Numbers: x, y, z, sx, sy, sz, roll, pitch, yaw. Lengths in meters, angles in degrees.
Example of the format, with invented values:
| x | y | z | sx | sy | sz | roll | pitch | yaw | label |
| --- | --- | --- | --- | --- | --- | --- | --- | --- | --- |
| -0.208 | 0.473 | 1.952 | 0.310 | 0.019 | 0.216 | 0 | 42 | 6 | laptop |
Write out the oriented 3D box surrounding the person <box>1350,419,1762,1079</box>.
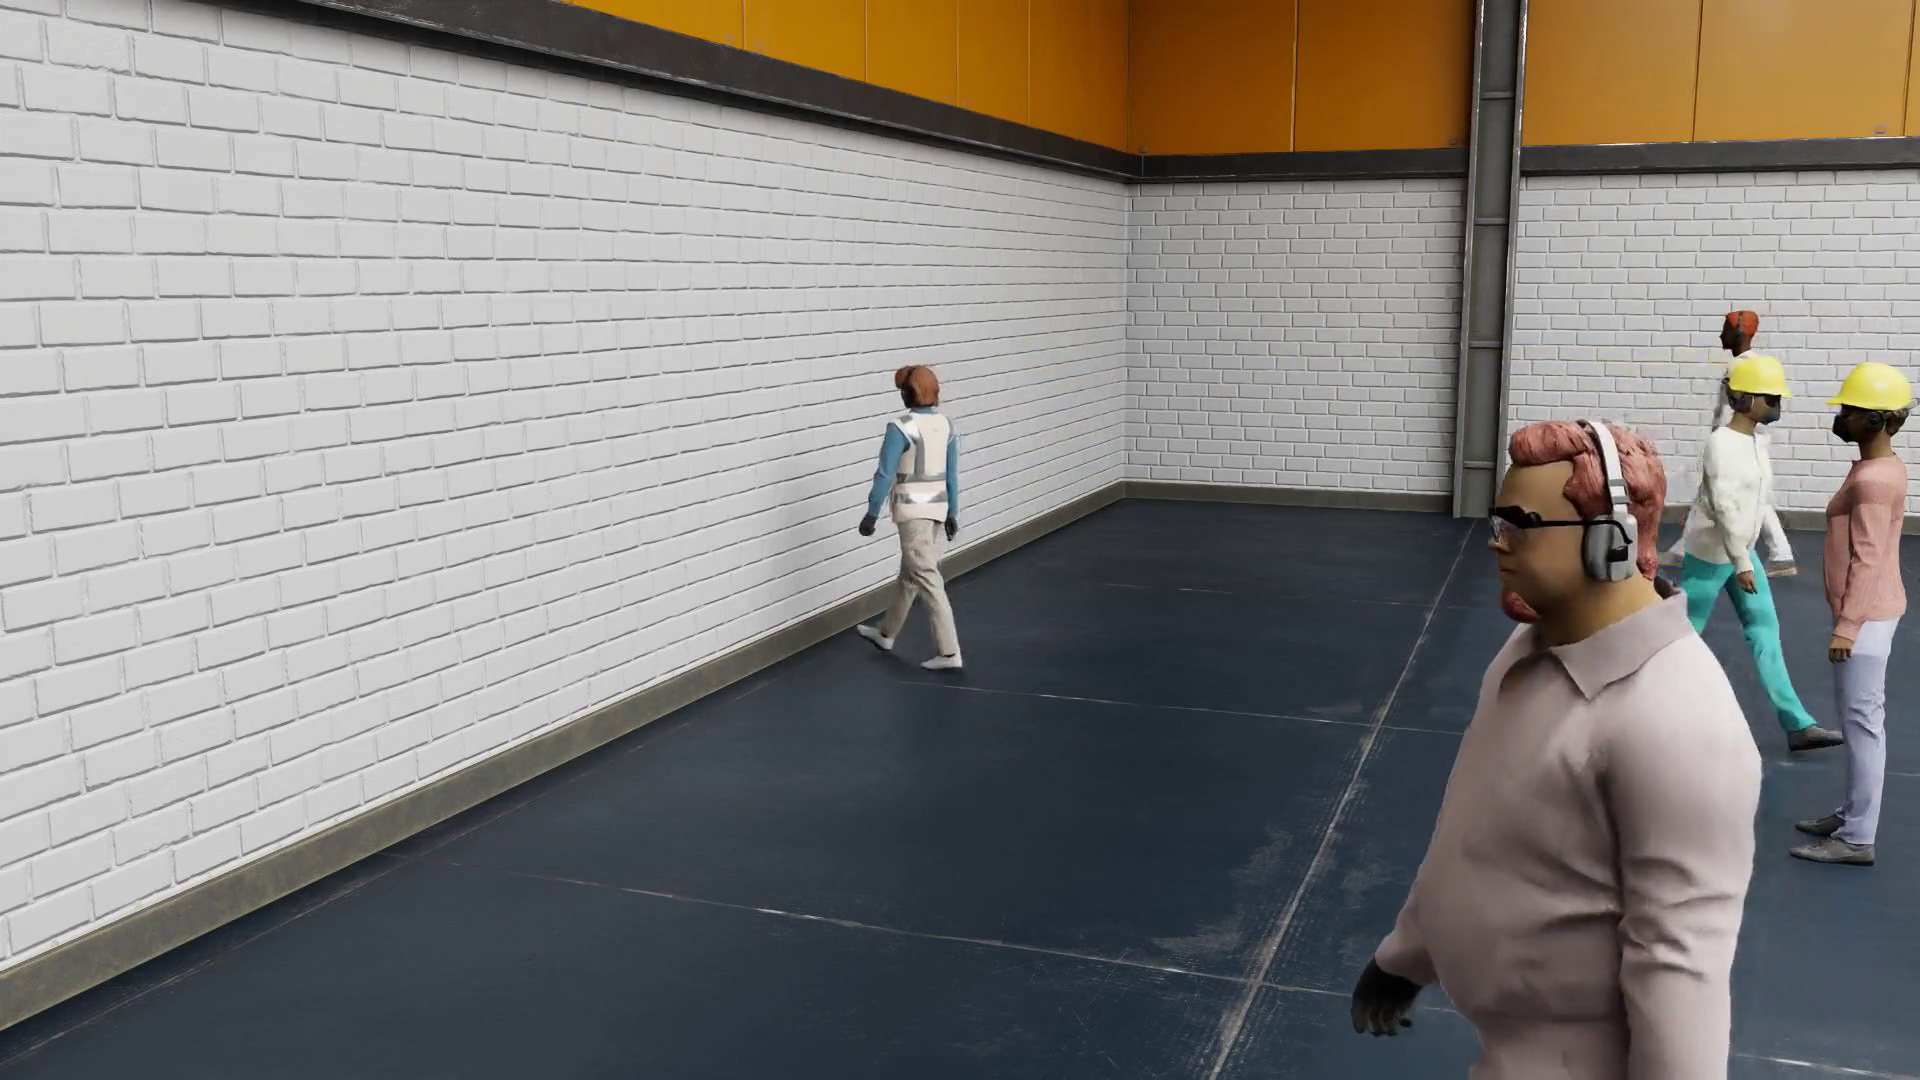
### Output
| x | y | z | sx | sy | sz | roll | pitch | yaw | label |
| --- | --- | --- | --- | --- | --- | --- | --- | --- | --- |
| 0.809 | 0.749 | 2.520 | 0.859 | 1.866 | 0.647 | 1 | 9 | 7 | person |

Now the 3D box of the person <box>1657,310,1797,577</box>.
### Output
| x | y | z | sx | sy | sz | roll | pitch | yaw | label |
| --- | --- | --- | --- | --- | --- | --- | --- | --- | --- |
| 5.368 | -0.666 | 11.509 | 0.970 | 1.835 | 0.591 | 5 | 11 | 31 | person |

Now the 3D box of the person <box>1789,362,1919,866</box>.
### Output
| x | y | z | sx | sy | sz | roll | pitch | yaw | label |
| --- | --- | --- | --- | --- | --- | --- | --- | --- | --- |
| 3.162 | 0.261 | 5.872 | 0.306 | 1.772 | 0.525 | 5 | 11 | 31 | person |

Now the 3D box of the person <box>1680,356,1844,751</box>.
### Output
| x | y | z | sx | sy | sz | roll | pitch | yaw | label |
| --- | --- | --- | --- | --- | --- | --- | --- | --- | --- |
| 3.402 | 0.083 | 7.152 | 0.526 | 1.720 | 0.902 | -8 | 12 | -40 | person |

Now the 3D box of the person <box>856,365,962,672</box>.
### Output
| x | y | z | sx | sy | sz | roll | pitch | yaw | label |
| --- | --- | --- | --- | --- | --- | --- | --- | --- | --- |
| -0.279 | -0.120 | 8.807 | 0.824 | 1.596 | 0.523 | 6 | 11 | 33 | person |
